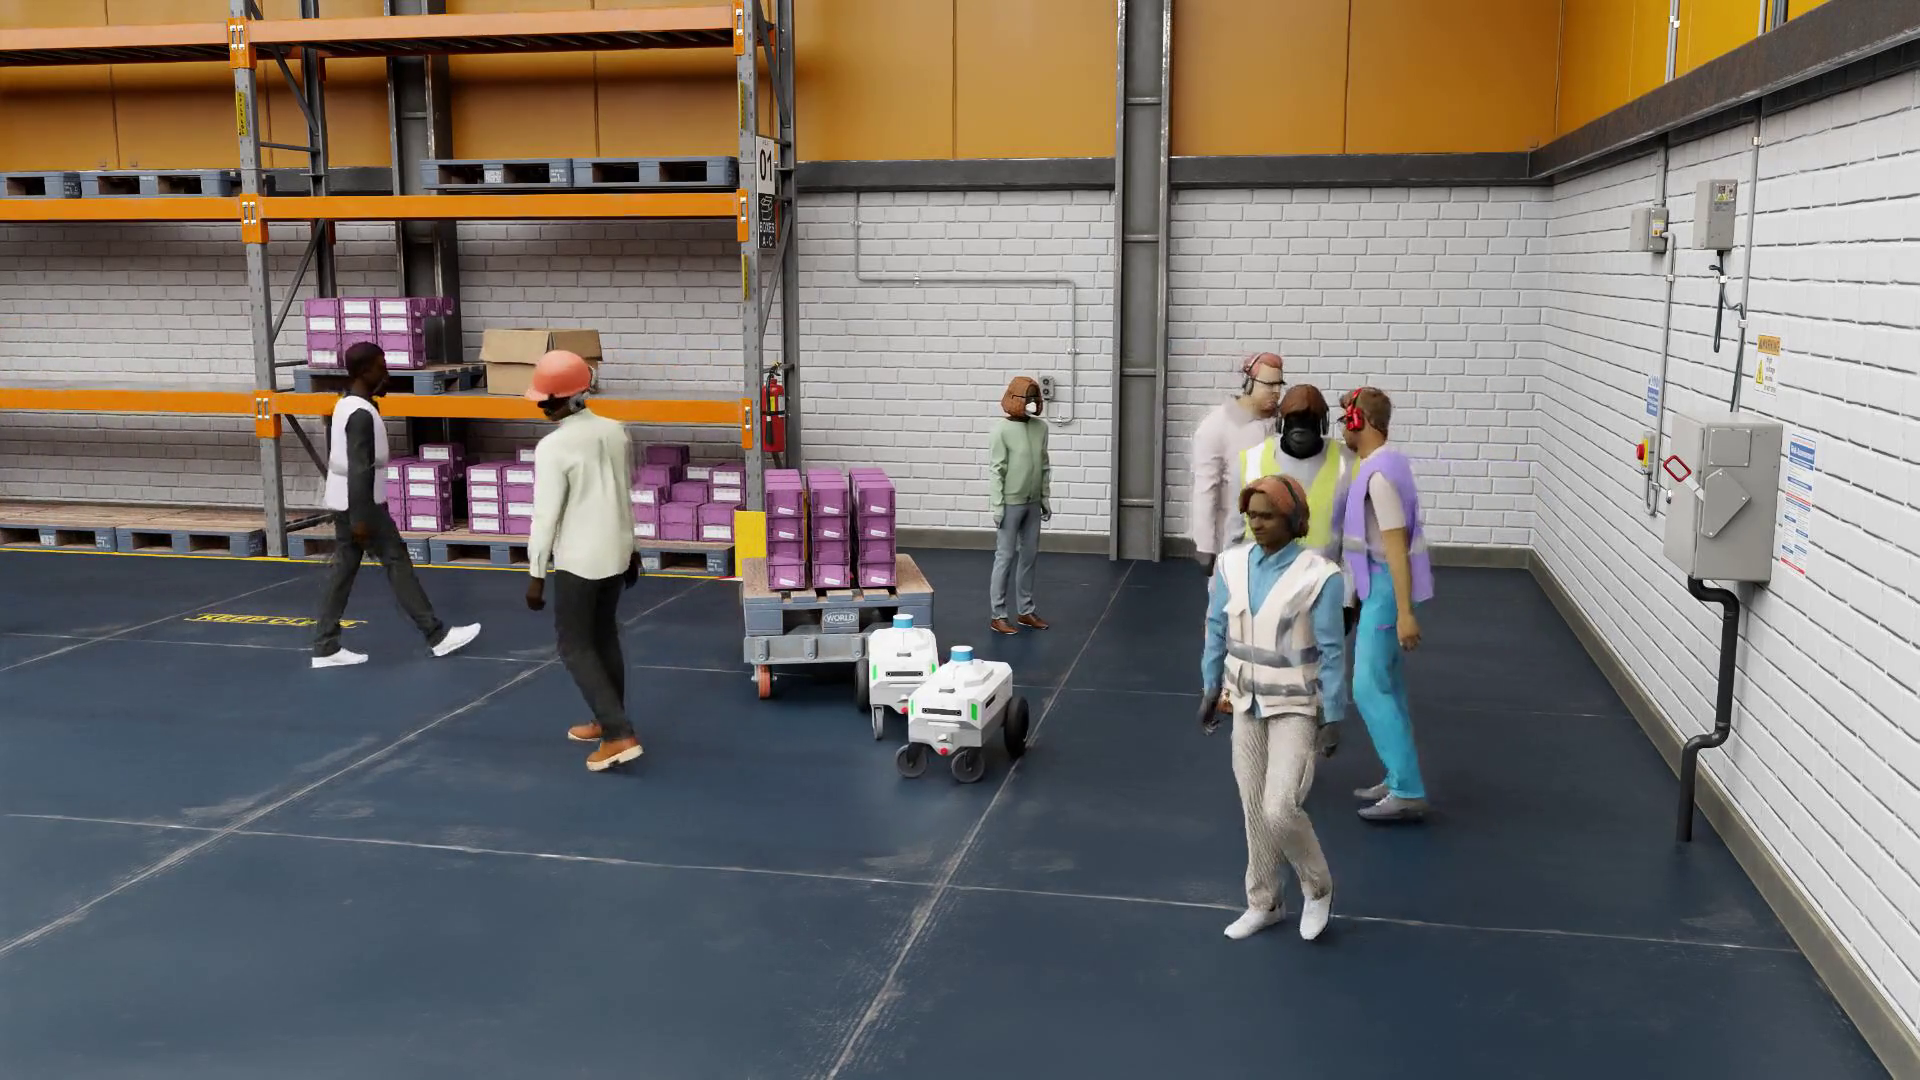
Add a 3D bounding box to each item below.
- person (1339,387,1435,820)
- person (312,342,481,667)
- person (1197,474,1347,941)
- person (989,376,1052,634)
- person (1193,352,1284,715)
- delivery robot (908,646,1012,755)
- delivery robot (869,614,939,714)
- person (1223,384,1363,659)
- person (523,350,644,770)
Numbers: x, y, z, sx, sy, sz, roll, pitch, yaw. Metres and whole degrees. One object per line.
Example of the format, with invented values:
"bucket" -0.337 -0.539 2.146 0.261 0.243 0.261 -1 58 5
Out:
"person" 1.788 0.258 7.053 0.457 1.805 0.598 3 10 15
"person" -3.340 -0.206 9.646 0.966 1.868 0.618 -5 11 -27
"person" 1.054 0.584 5.646 0.359 1.629 0.533 -8 12 -39
"person" 0.379 -0.221 10.494 0.494 1.624 0.279 -9 13 -44
"person" 1.515 -0.003 8.424 0.687 1.872 0.758 -4 10 -21
"delivery robot" 0.008 0.733 7.677 0.477 0.478 0.707 3 10 15
"delivery robot" -0.284 0.618 8.367 0.477 0.478 0.707 0 9 -3
"person" 1.427 0.253 7.073 0.631 1.811 0.784 2 10 11
"person" -1.697 0.092 7.678 0.641 1.946 0.655 5 10 26
